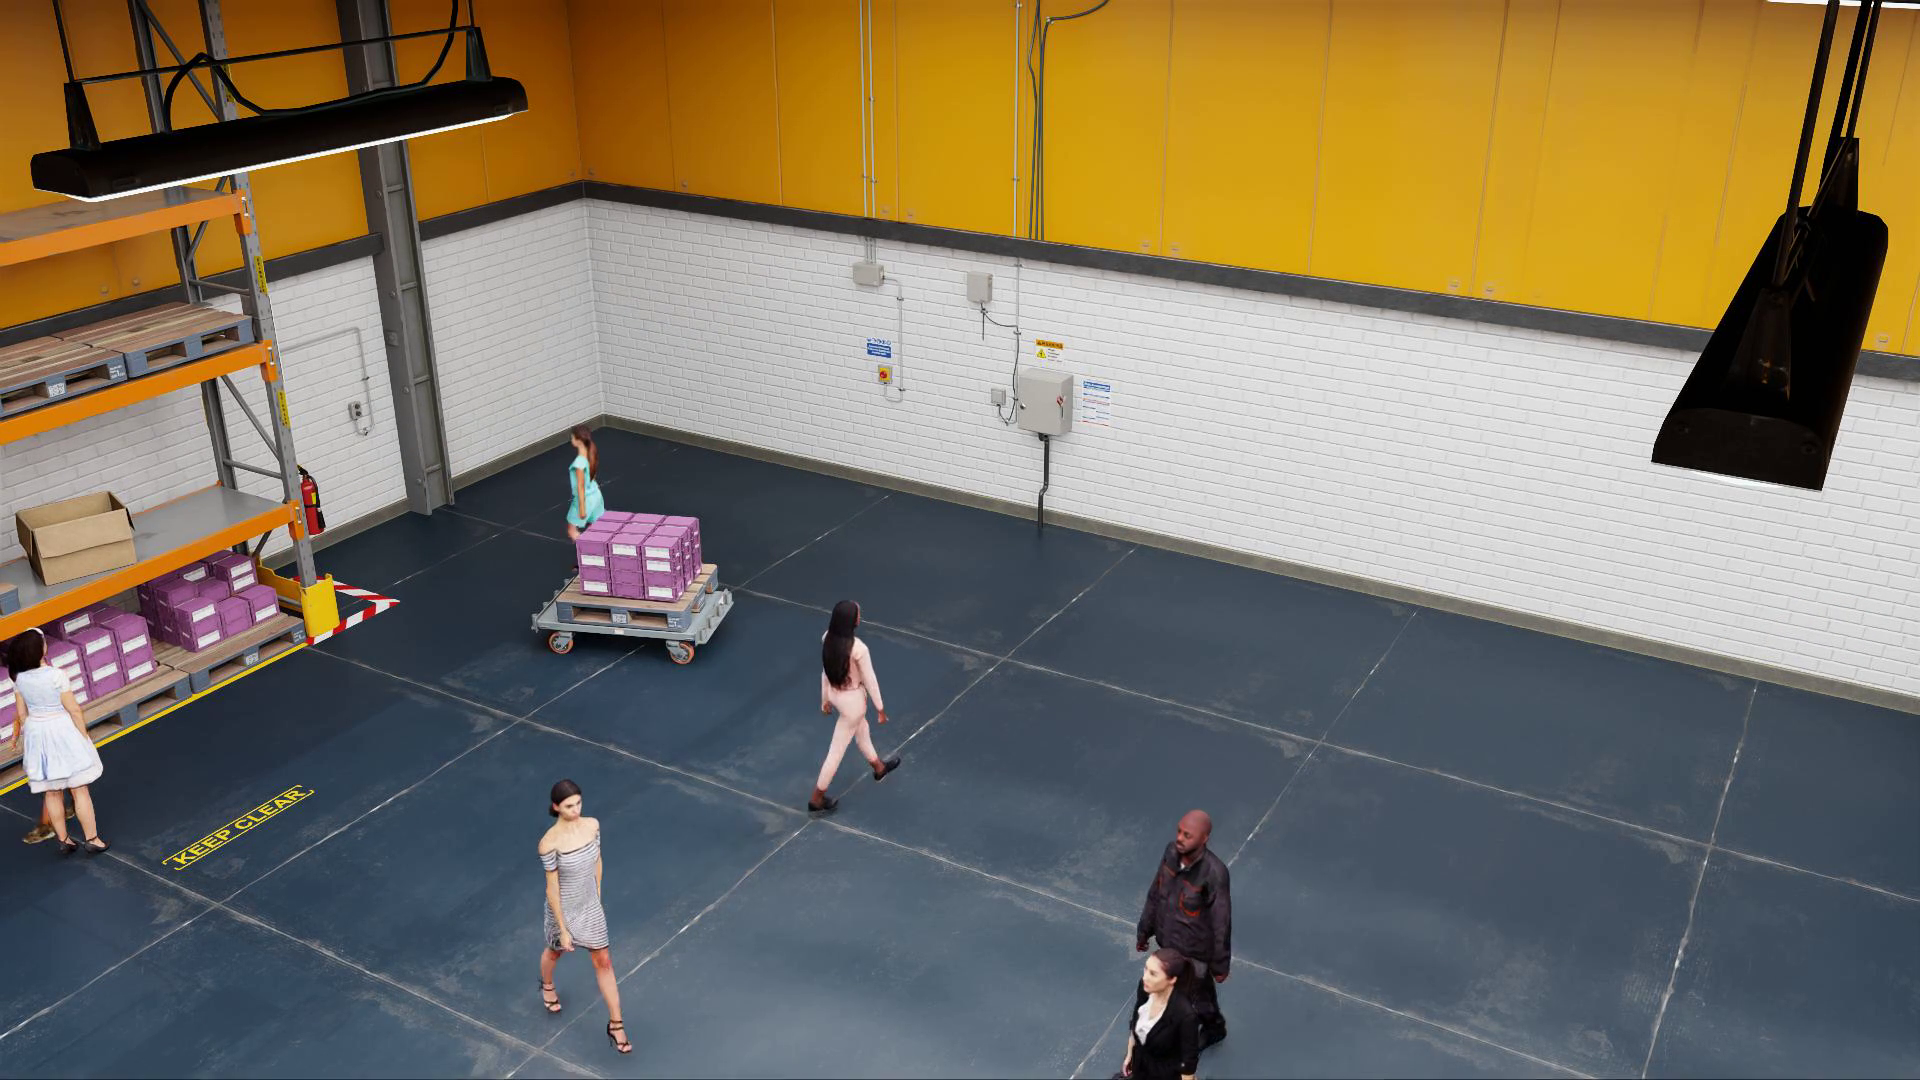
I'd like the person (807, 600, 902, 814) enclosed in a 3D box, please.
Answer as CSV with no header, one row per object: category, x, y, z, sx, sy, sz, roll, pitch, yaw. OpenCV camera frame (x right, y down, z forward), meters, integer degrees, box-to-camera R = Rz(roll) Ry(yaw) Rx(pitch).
person,-0.905,1.285,12.453,1.241,1.671,0.893,-20,31,-38

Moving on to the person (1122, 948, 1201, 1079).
person,1.132,2.852,8.898,0.853,1.649,0.779,-12,26,-25

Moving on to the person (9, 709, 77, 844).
person,-6.731,1.444,12.372,0.534,1.445,0.819,14,27,28

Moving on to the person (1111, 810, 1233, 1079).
person,1.431,2.356,9.862,1.314,1.784,1.089,-14,27,-29

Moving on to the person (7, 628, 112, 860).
person,-6.447,1.462,11.871,0.842,1.814,0.887,0,24,0

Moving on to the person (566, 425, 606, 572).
person,-3.622,-0.382,16.417,0.673,1.552,0.579,7,25,16

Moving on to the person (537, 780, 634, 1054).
person,-2.418,2.249,10.129,1.103,1.767,0.867,-22,32,-40
